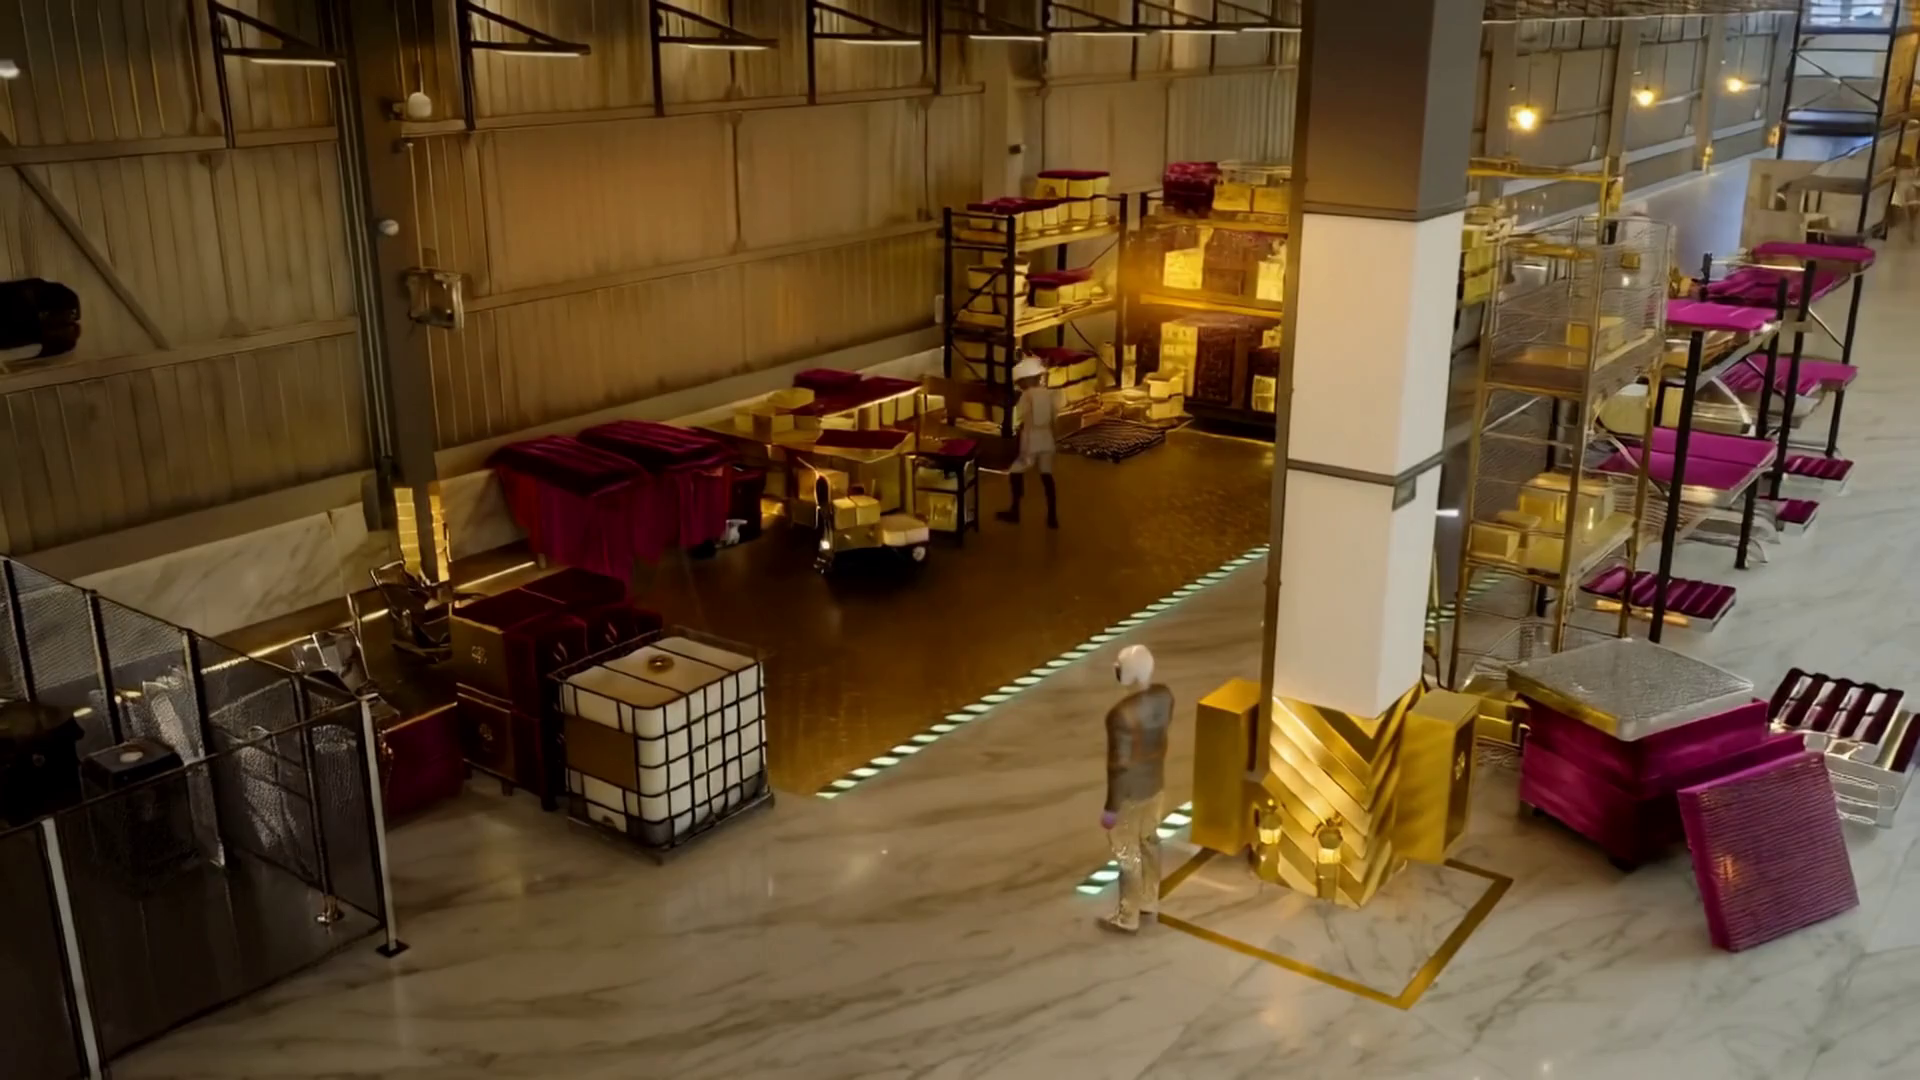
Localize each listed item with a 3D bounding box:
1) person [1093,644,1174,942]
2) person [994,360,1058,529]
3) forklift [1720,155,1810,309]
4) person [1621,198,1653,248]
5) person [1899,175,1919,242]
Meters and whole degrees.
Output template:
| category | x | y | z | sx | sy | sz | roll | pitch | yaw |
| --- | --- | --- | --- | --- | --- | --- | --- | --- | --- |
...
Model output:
| category | x | y | z | sx | sy | sz | roll | pitch | yaw |
| --- | --- | --- | --- | --- | --- | --- | --- | --- | --- |
| person | 1.075 | 1.557 | 10.343 | 0.358 | 1.937 | 0.636 | 13 | 22 | 34 |
| person | 0.786 | -1.068 | 18.445 | 0.598 | 1.894 | 0.726 | -16 | 24 | -40 |
| forklift | 15.343 | -5.840 | 31.495 | 1.129 | 2.768 | 1.873 | 13 | 22 | 34 |
| person | 13.321 | -5.774 | 32.812 | 0.444 | 1.920 | 0.649 | -17 | 24 | -41 |
| person | 23.043 | -7.991 | 40.106 | 0.535 | 1.583 | 0.880 | -1 | 18 | -4 |
